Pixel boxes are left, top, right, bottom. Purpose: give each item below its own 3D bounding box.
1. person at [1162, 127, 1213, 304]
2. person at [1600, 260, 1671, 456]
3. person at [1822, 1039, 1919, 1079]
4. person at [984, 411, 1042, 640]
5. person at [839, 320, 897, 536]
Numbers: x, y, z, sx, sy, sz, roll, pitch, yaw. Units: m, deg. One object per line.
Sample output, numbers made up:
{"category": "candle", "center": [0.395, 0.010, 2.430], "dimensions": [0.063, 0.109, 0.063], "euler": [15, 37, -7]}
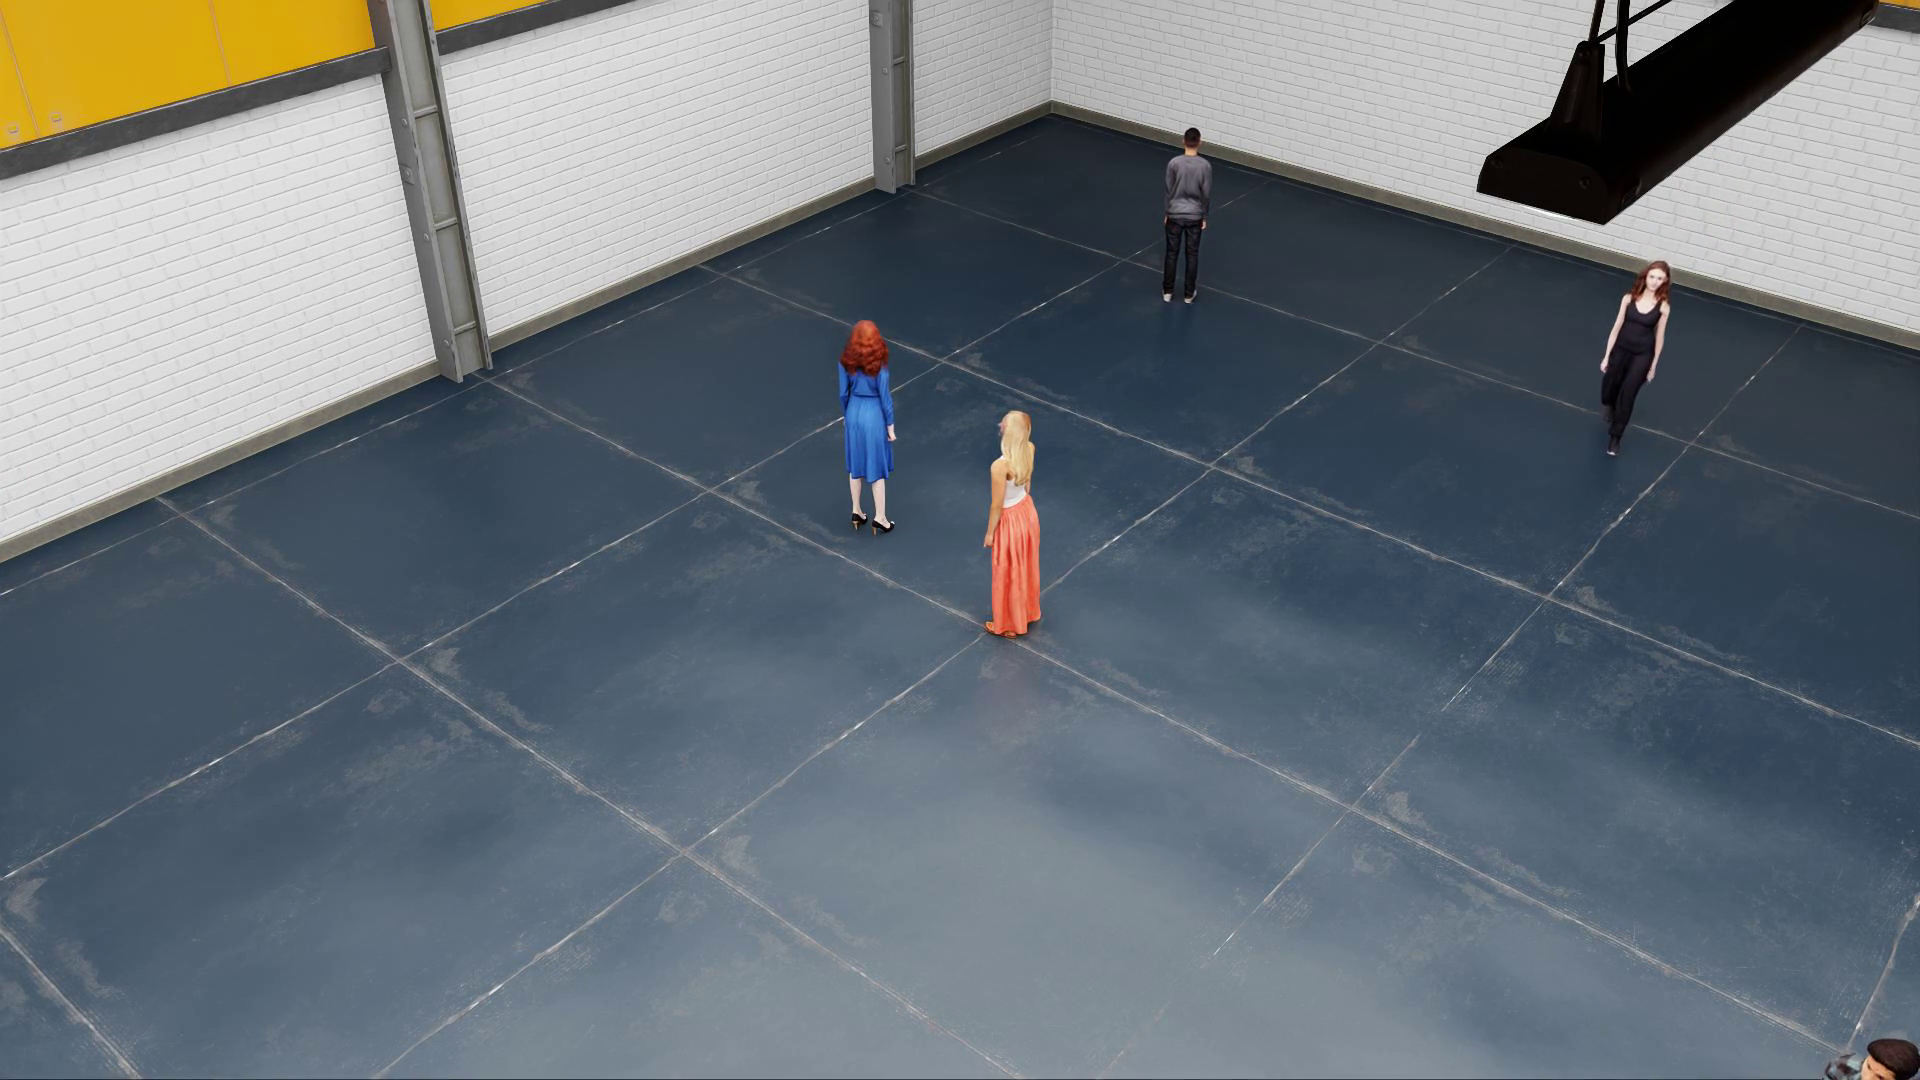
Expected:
{"category": "person", "center": [2.211, -3.191, 16.365], "dimensions": [0.692, 1.761, 0.708], "euler": [4, 34, 6]}
{"category": "person", "center": [5.653, -1.572, 13.957], "dimensions": [0.685, 1.731, 0.878], "euler": [17, 37, 24]}
{"category": "person", "center": [4.051, 2.821, 7.616], "dimensions": [0.919, 1.710, 0.867], "euler": [-13, 36, -18]}
{"category": "person", "center": [0.375, -0.109, 11.693], "dimensions": [0.696, 1.800, 0.527], "euler": [22, 39, 29]}
{"category": "person", "center": [-0.719, -0.856, 12.791], "dimensions": [0.645, 1.829, 0.614], "euler": [18, 38, 25]}
